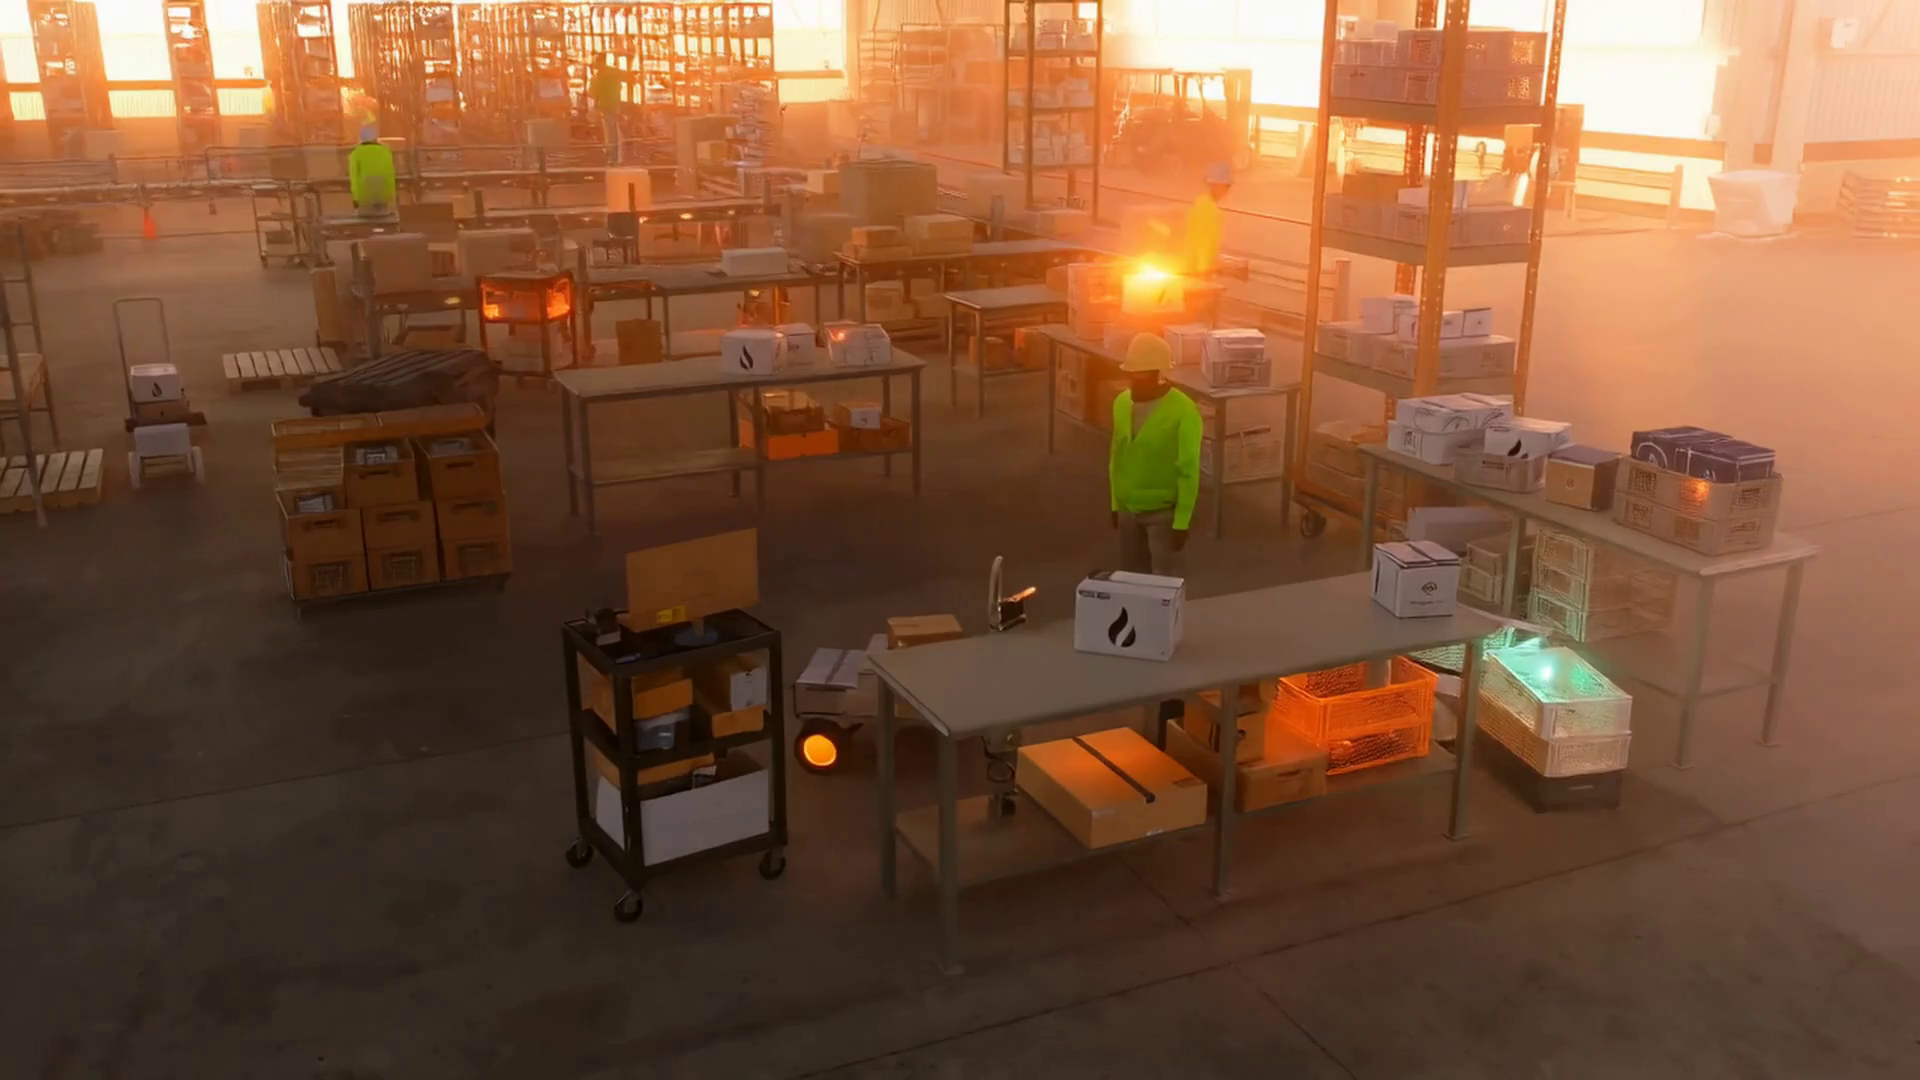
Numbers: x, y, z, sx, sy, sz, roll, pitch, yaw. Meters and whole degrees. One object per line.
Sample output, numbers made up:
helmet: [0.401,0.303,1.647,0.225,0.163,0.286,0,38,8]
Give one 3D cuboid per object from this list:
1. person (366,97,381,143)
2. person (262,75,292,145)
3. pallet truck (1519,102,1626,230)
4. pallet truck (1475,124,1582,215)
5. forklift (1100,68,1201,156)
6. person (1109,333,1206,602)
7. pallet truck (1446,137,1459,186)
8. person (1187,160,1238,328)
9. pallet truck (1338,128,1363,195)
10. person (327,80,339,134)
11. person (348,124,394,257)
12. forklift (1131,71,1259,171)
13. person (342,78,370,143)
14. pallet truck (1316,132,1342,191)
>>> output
person: [-11.818,-8.010,33.413,0.743,1.738,0.523,-6,19,-18]
person: [-18.047,-11.240,43.519,1.030,1.793,0.588,-6,19,-18]
pallet truck: [9.972,-6.037,26.785,1.885,1.965,0.823,-9,20,-25]
pallet truck: [9.707,-6.455,28.103,1.885,1.965,0.823,-7,19,-20]
forklift: [4.082,-9.564,37.410,2.680,1.987,1.157,-8,19,-23]
person: [0.981,-0.169,8.590,0.404,1.824,0.596,-14,22,-37]
pallet truck: [9.184,-6.485,29.328,1.630,1.274,0.653,-8,19,-23]
person: [2.329,-2.652,16.092,0.633,2.020,0.651,3,18,10]
pallet truck: [7.845,-7.140,31.411,1.522,1.261,0.704,-9,20,-25]
person: [-17.696,-12.383,46.795,0.393,1.985,0.611,-14,23,-38]
person: [-8.114,-4.768,22.982,0.427,1.891,0.651,14,22,37]
forklift: [4.998,-8.936,35.413,2.680,1.987,1.157,-9,20,-25]
person: [-15.262,-10.795,42.155,0.687,1.771,0.954,-11,21,-31]
pallet truck: [7.723,-7.504,32.656,1.601,1.201,0.680,-8,19,-23]
